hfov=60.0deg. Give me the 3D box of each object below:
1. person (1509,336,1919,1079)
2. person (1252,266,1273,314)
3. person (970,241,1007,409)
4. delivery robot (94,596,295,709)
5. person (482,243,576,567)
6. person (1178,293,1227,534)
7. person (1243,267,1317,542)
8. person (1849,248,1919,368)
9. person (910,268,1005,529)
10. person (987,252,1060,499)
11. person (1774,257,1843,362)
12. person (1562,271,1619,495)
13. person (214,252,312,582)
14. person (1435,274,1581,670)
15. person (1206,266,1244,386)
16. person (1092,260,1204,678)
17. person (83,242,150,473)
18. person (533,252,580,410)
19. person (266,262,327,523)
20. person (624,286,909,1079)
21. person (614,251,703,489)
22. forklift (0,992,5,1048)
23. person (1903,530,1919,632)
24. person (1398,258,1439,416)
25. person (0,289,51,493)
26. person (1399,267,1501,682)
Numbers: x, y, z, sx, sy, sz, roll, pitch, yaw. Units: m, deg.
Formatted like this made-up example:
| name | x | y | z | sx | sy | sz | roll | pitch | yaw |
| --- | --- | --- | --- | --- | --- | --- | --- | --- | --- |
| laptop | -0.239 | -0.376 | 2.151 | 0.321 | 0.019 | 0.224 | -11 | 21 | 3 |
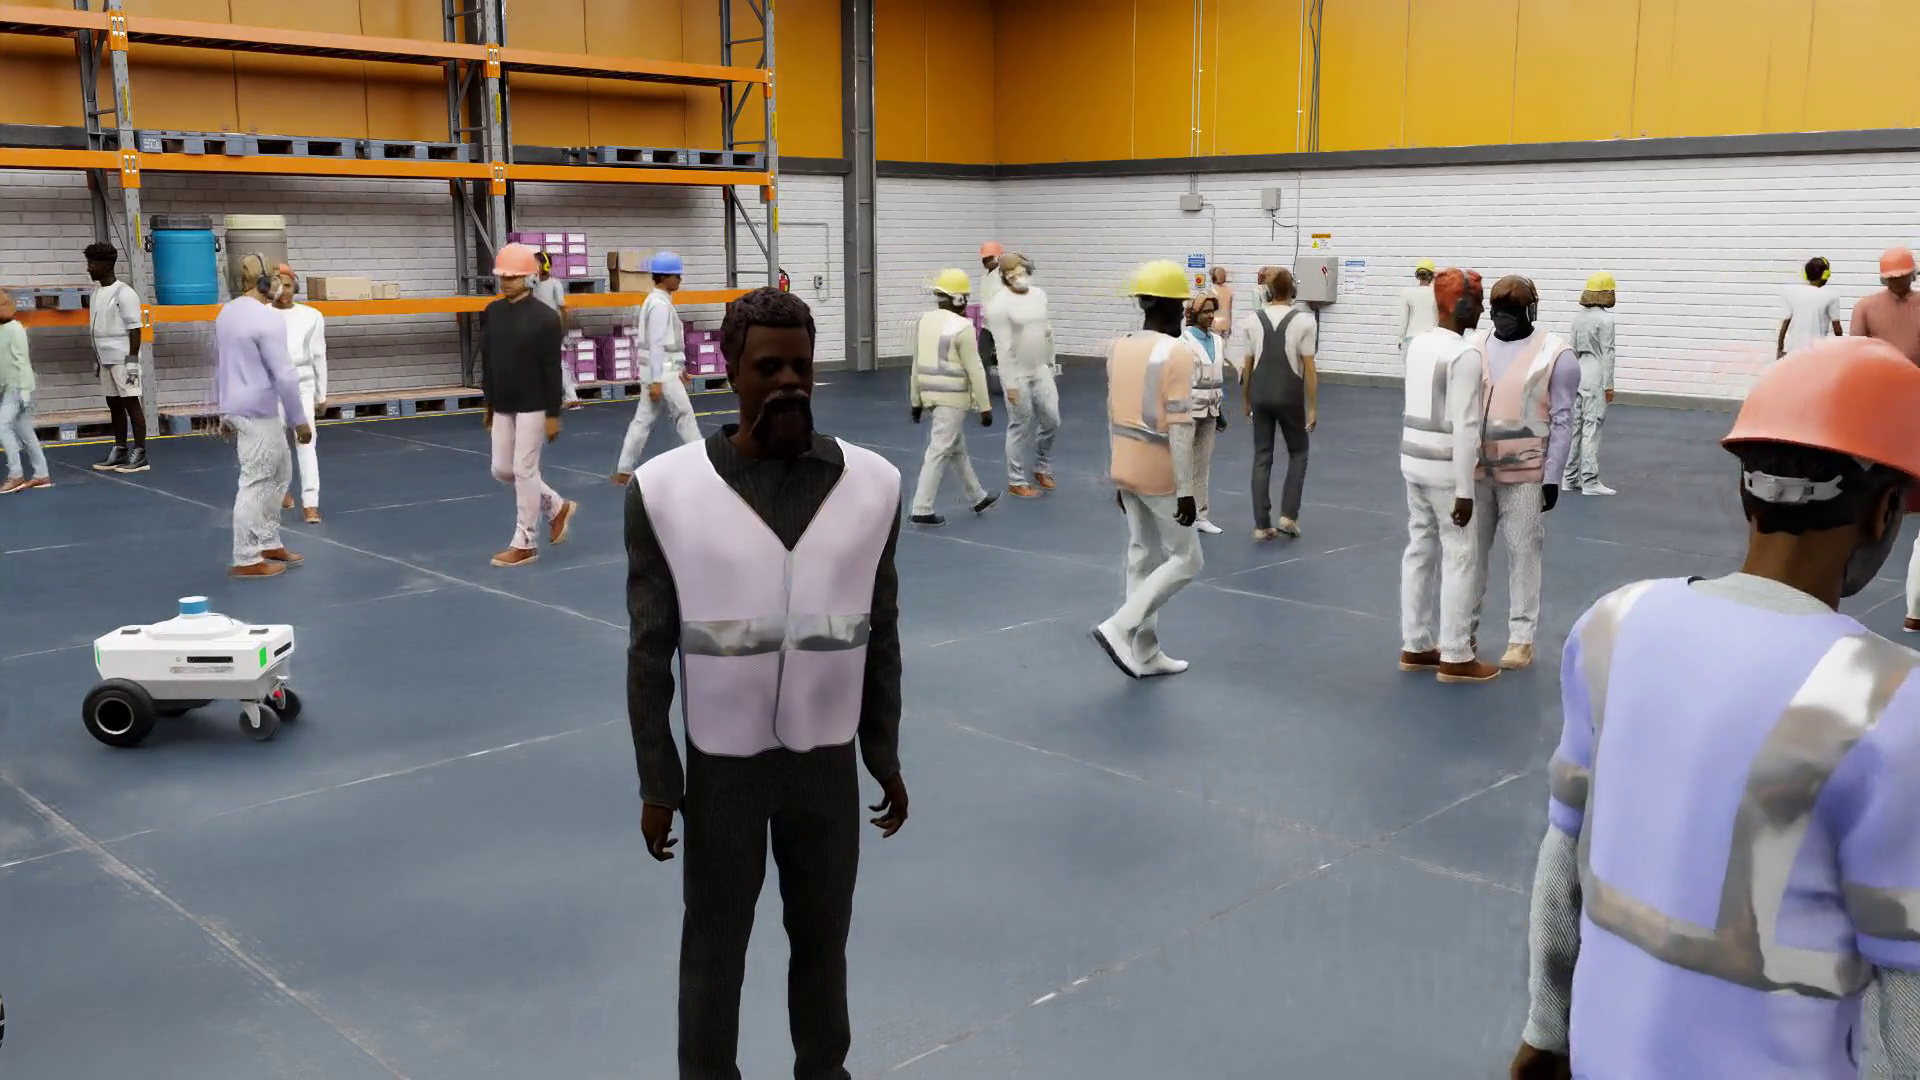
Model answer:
| name | x | y | z | sx | sy | sz | roll | pitch | yaw |
| --- | --- | --- | --- | --- | --- | --- | --- | --- | --- |
| person | 0.994 | 0.697 | 2.138 | 0.495 | 1.897 | 0.570 | -3 | 11 | -18 |
| person | 3.753 | -2.554 | 20.563 | 0.312 | 1.642 | 0.512 | 7 | 13 | 34 |
| person | 0.477 | -2.519 | 19.509 | 0.894 | 1.972 | 0.612 | -8 | 13 | -38 |
| delivery robot | -3.098 | 0.474 | 6.760 | 0.707 | 0.478 | 0.477 | 0 | 10 | -1 |
| person | -2.664 | -0.837 | 10.277 | 0.637 | 1.977 | 0.628 | 7 | 12 | 32 |
| person | 1.592 | -0.837 | 11.196 | 0.512 | 1.642 | 0.311 | -9 | 14 | -40 |
| person | 2.115 | -0.890 | 11.023 | 0.536 | 1.809 | 0.527 | 5 | 12 | 26 |
| person | 6.708 | -1.128 | 11.989 | 0.637 | 1.927 | 0.991 | 3 | 11 | 14 |
| person | 0.003 | -0.985 | 11.600 | 0.916 | 1.780 | 0.622 | -7 | 13 | -34 |
| person | 0.489 | -1.231 | 12.678 | 0.729 | 1.892 | 0.444 | -9 | 14 | -39 |
| person | 7.991 | -1.742 | 15.657 | 0.968 | 1.824 | 0.500 | -6 | 12 | -29 |
| person | 4.973 | -1.230 | 13.063 | 0.305 | 1.745 | 0.483 | -3 | 11 | -15 |
| person | -4.084 | -0.725 | 9.828 | 0.656 | 1.914 | 0.627 | -10 | 14 | -42 |
| person | 2.550 | -0.320 | 7.836 | 0.627 | 1.844 | 0.429 | 9 | 14 | 41 |
| person | 3.449 | -2.787 | 21.905 | 0.523 | 1.622 | 0.634 | -10 | 14 | -43 |
| person | 0.845 | -0.291 | 7.468 | 0.484 | 1.913 | 0.615 | -5 | 12 | -27 |
| person | -7.235 | -1.560 | 14.258 | 0.607 | 1.963 | 0.373 | 7 | 13 | 34 |
| person | -4.776 | -2.362 | 19.010 | 0.972 | 1.820 | 0.505 | -9 | 14 | -41 |
| person | -4.854 | -1.075 | 11.980 | 0.563 | 1.848 | 0.958 | -5 | 11 | -25 |
| person | -0.389 | 0.445 | 3.445 | 0.592 | 1.922 | 0.392 | -5 | 11 | -25 |
| person | -2.306 | -1.332 | 13.211 | 1.003 | 1.894 | 0.602 | -3 | 11 | -16 |
| forklift | -3.245 | 0.323 | 3.363 | 2.313 | 2.155 | 1.214 | 2 | 11 | 13 |
| person | 5.004 | -0.306 | 8.326 | 0.273 | 1.631 | 0.507 | -3 | 11 | -14 |
| person | 5.155 | -2.247 | 18.549 | 0.531 | 1.765 | 0.327 | 3 | 11 | 15 |
| person | -7.472 | -1.165 | 13.073 | 0.538 | 1.605 | 0.624 | 9 | 13 | 39 |
| person | 2.217 | -0.296 | 7.598 | 0.406 | 1.882 | 0.599 | -3 | 11 | -14 |
